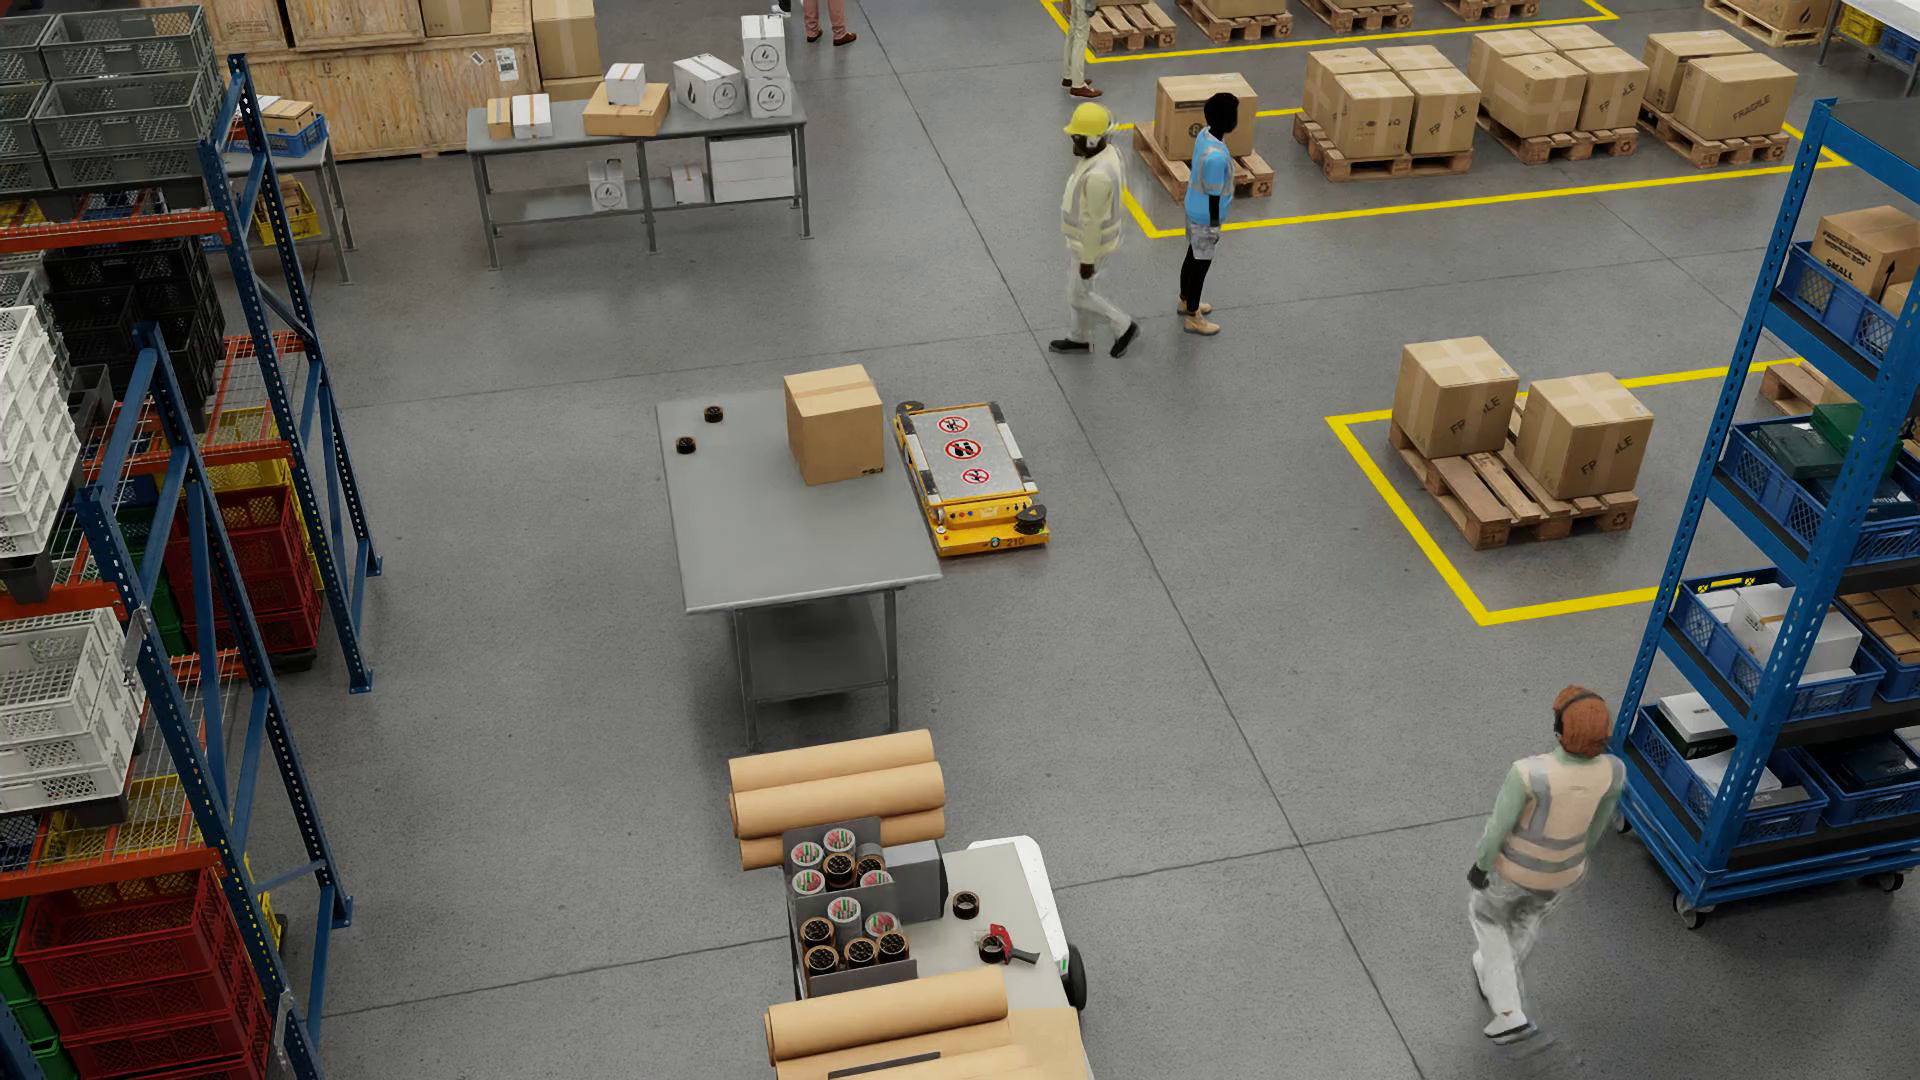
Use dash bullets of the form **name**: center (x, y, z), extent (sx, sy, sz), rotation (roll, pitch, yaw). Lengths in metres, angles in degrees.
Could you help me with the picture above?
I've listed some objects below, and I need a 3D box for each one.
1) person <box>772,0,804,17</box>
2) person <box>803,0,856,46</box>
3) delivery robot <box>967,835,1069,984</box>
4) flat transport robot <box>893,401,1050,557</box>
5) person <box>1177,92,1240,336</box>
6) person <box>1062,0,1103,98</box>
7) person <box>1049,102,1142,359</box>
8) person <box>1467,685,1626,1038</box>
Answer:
- **person**: center (-1.690, -6.182, 16.482), extent (0.584, 1.910, 0.387), rotation (-18, 40, -23)
- **person**: center (-1.301, -5.683, 15.809), extent (0.639, 1.909, 0.409), rotation (15, 39, 19)
- **delivery robot**: center (0.231, 1.590, 7.082), extent (0.477, 0.478, 0.707), rotation (-6, 37, -8)
- **flat transport robot**: center (0.046, -0.430, 10.108), extent (0.652, 0.197, 1.431), rotation (-8, 37, -10)
- **person**: center (1.693, -2.233, 11.346), extent (0.317, 1.693, 0.540), rotation (-1, 37, -2)
- **person**: center (1.105, -4.882, 14.759), extent (0.328, 1.876, 0.509), rotation (-8, 37, -11)
- **person**: center (0.904, -1.995, 10.930), extent (0.536, 1.811, 0.609), rotation (2, 37, 3)
- **person**: center (2.321, 1.325, 6.628), extent (0.561, 1.612, 0.547), rotation (-6, 37, -8)
